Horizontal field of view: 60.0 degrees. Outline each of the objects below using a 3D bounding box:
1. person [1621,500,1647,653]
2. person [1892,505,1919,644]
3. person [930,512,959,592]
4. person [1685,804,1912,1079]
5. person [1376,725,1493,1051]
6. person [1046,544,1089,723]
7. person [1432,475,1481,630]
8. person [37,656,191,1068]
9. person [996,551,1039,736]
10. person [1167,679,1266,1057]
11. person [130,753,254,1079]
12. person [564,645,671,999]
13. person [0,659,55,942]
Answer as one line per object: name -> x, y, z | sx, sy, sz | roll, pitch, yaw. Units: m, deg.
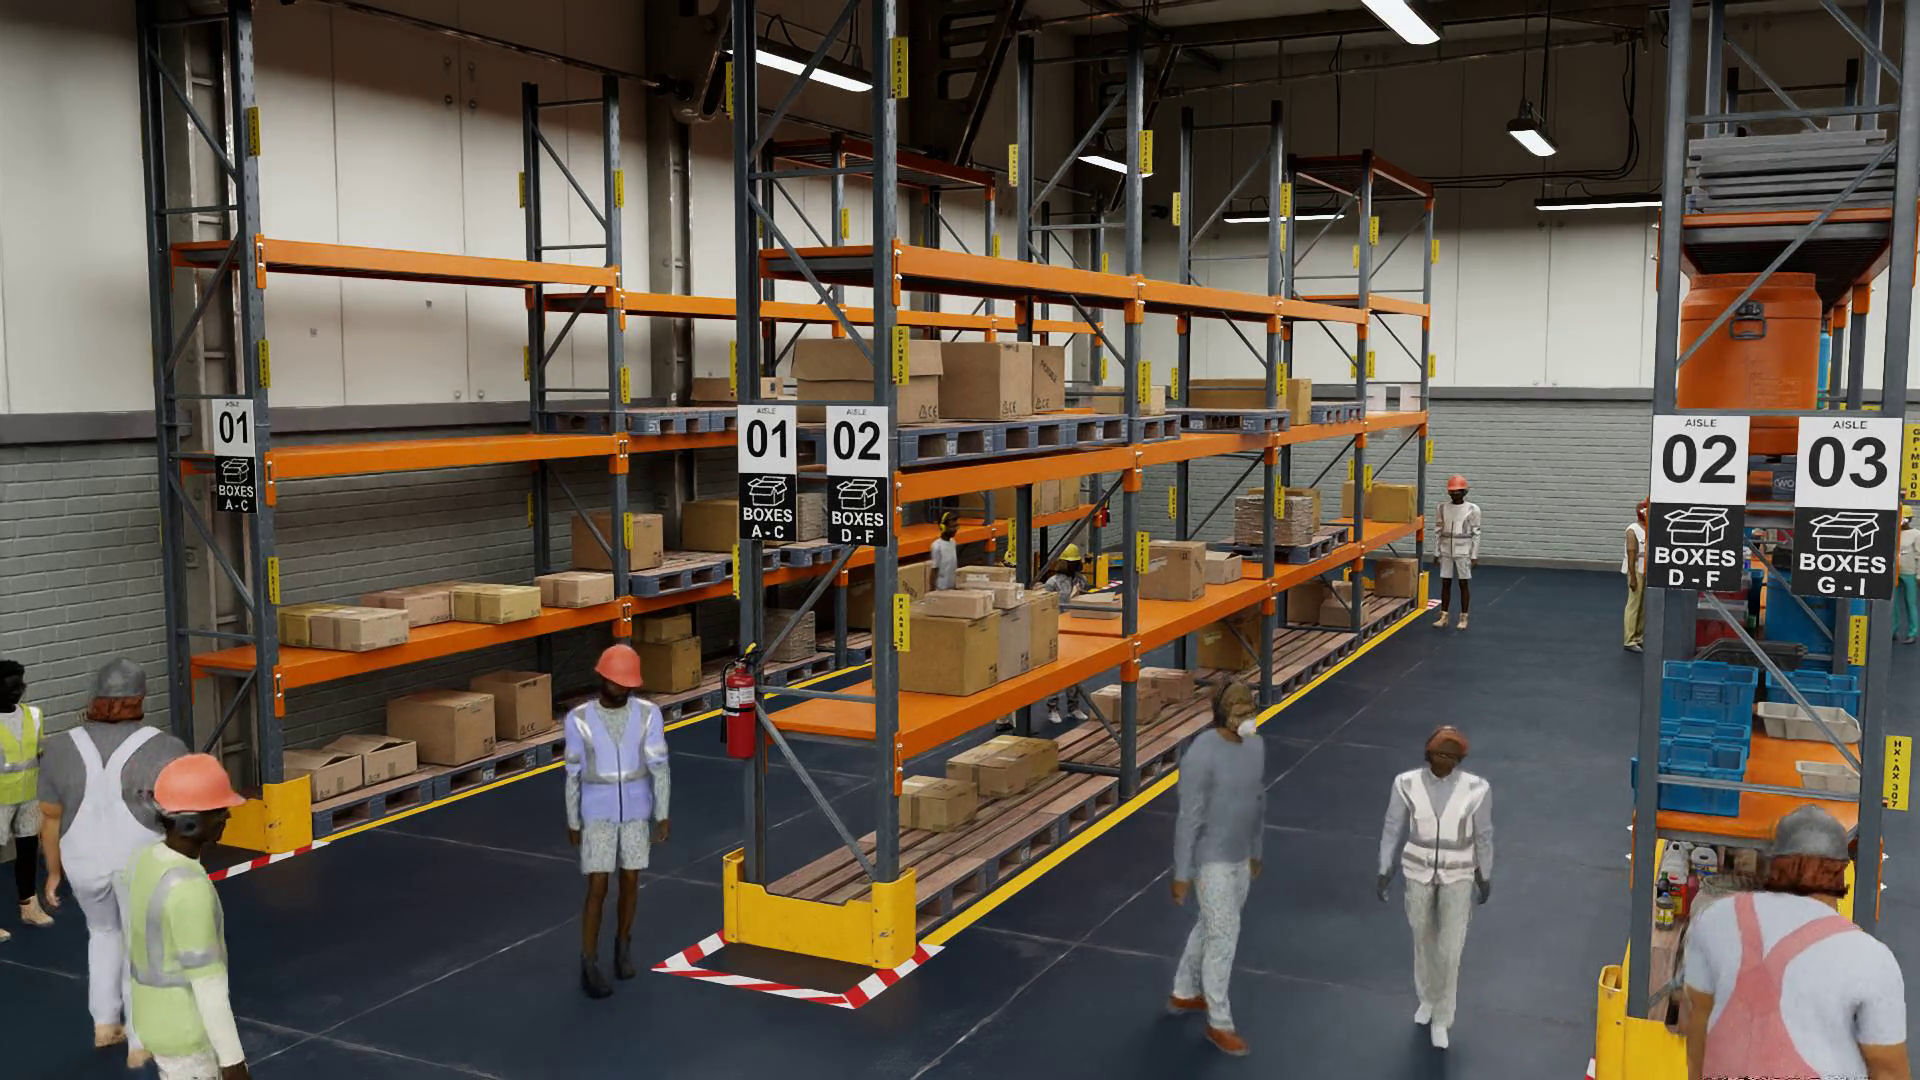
person -> 8.254, 0.434, 20.193 | 0.389, 1.849, 0.567 | 6, 8, 45
person -> 11.756, 0.420, 20.790 | 0.344, 1.755, 0.532 | -3, 7, -30
person -> -0.178, 0.611, 18.468 | 0.336, 1.858, 0.509 | 3, 6, 24
person -> 2.820, 1.843, 5.567 | 0.999, 2.000, 0.704 | -3, 7, -28
person -> 2.408, 1.755, 8.468 | 0.548, 1.603, 0.777 | 3, 6, 23
person -> 1.060, 0.901, 16.159 | 0.494, 1.743, 0.308 | -3, 7, -30
person -> 6.510, 0.167, 21.848 | 0.605, 2.045, 0.381 | 5, 7, 38
person -> -4.118, 1.567, 8.253 | 0.715, 2.000, 0.577 | -1, 6, -8
person -> 0.516, 0.947, 15.607 | 0.310, 1.769, 0.522 | -4, 7, -37
person -> 1.279, 1.623, 8.510 | 0.626, 1.899, 0.687 | 5, 8, 40
person -> -2.790, 1.788, 6.191 | 0.638, 2.018, 0.635 | -4, 7, -35
person -> -1.890, 1.529, 9.247 | 0.562, 1.904, 0.607 | -2, 6, -21
person -> -5.754, 1.556, 10.057 | 0.319, 1.692, 0.537 | 3, 6, 23
